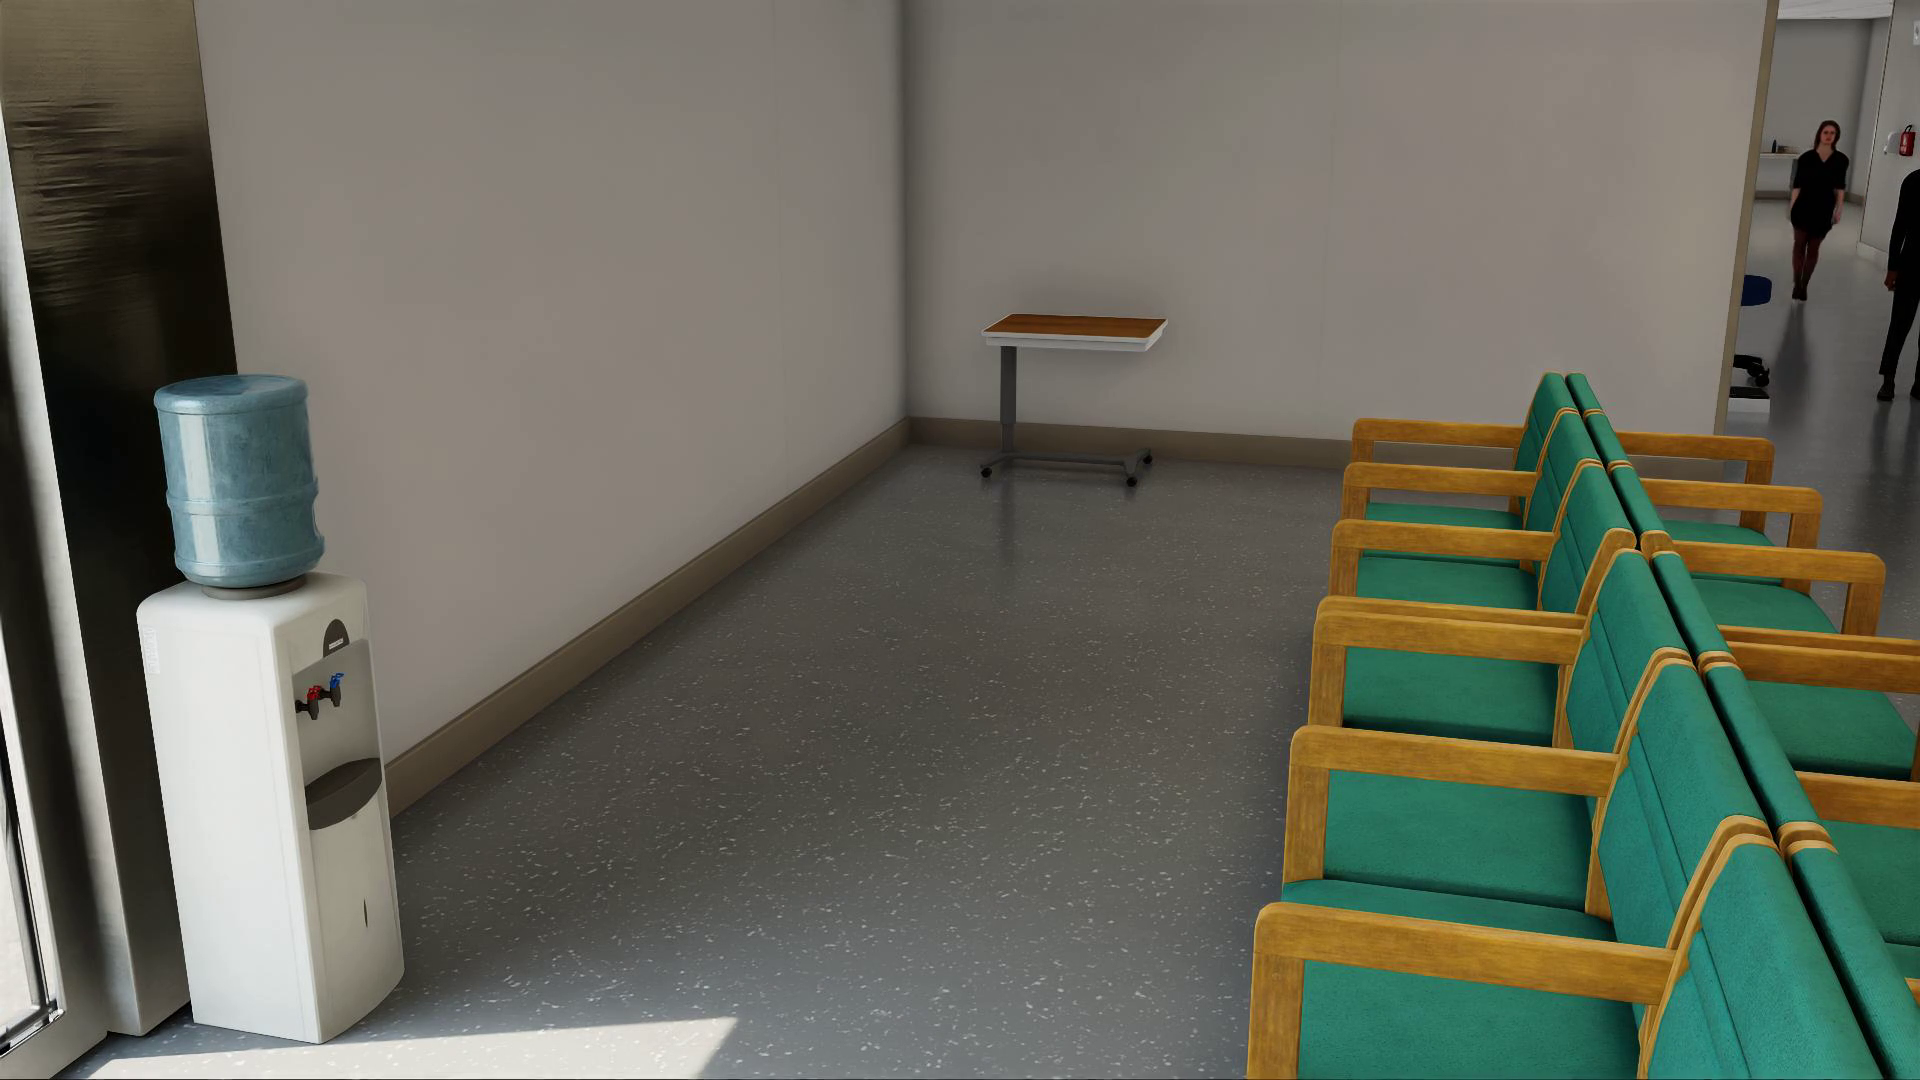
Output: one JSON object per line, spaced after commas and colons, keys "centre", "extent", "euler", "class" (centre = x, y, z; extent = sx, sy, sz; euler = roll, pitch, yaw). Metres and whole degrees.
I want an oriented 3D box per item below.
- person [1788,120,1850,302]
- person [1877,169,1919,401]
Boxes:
{"centre": [8.145, -3.134, 15.888], "extent": [0.570, 1.691, 0.671], "euler": [5, 16, 16], "class": "person"}
{"centre": [6.455, -1.845, 11.101], "extent": [0.450, 1.809, 0.698], "euler": [4, 16, 15], "class": "person"}
